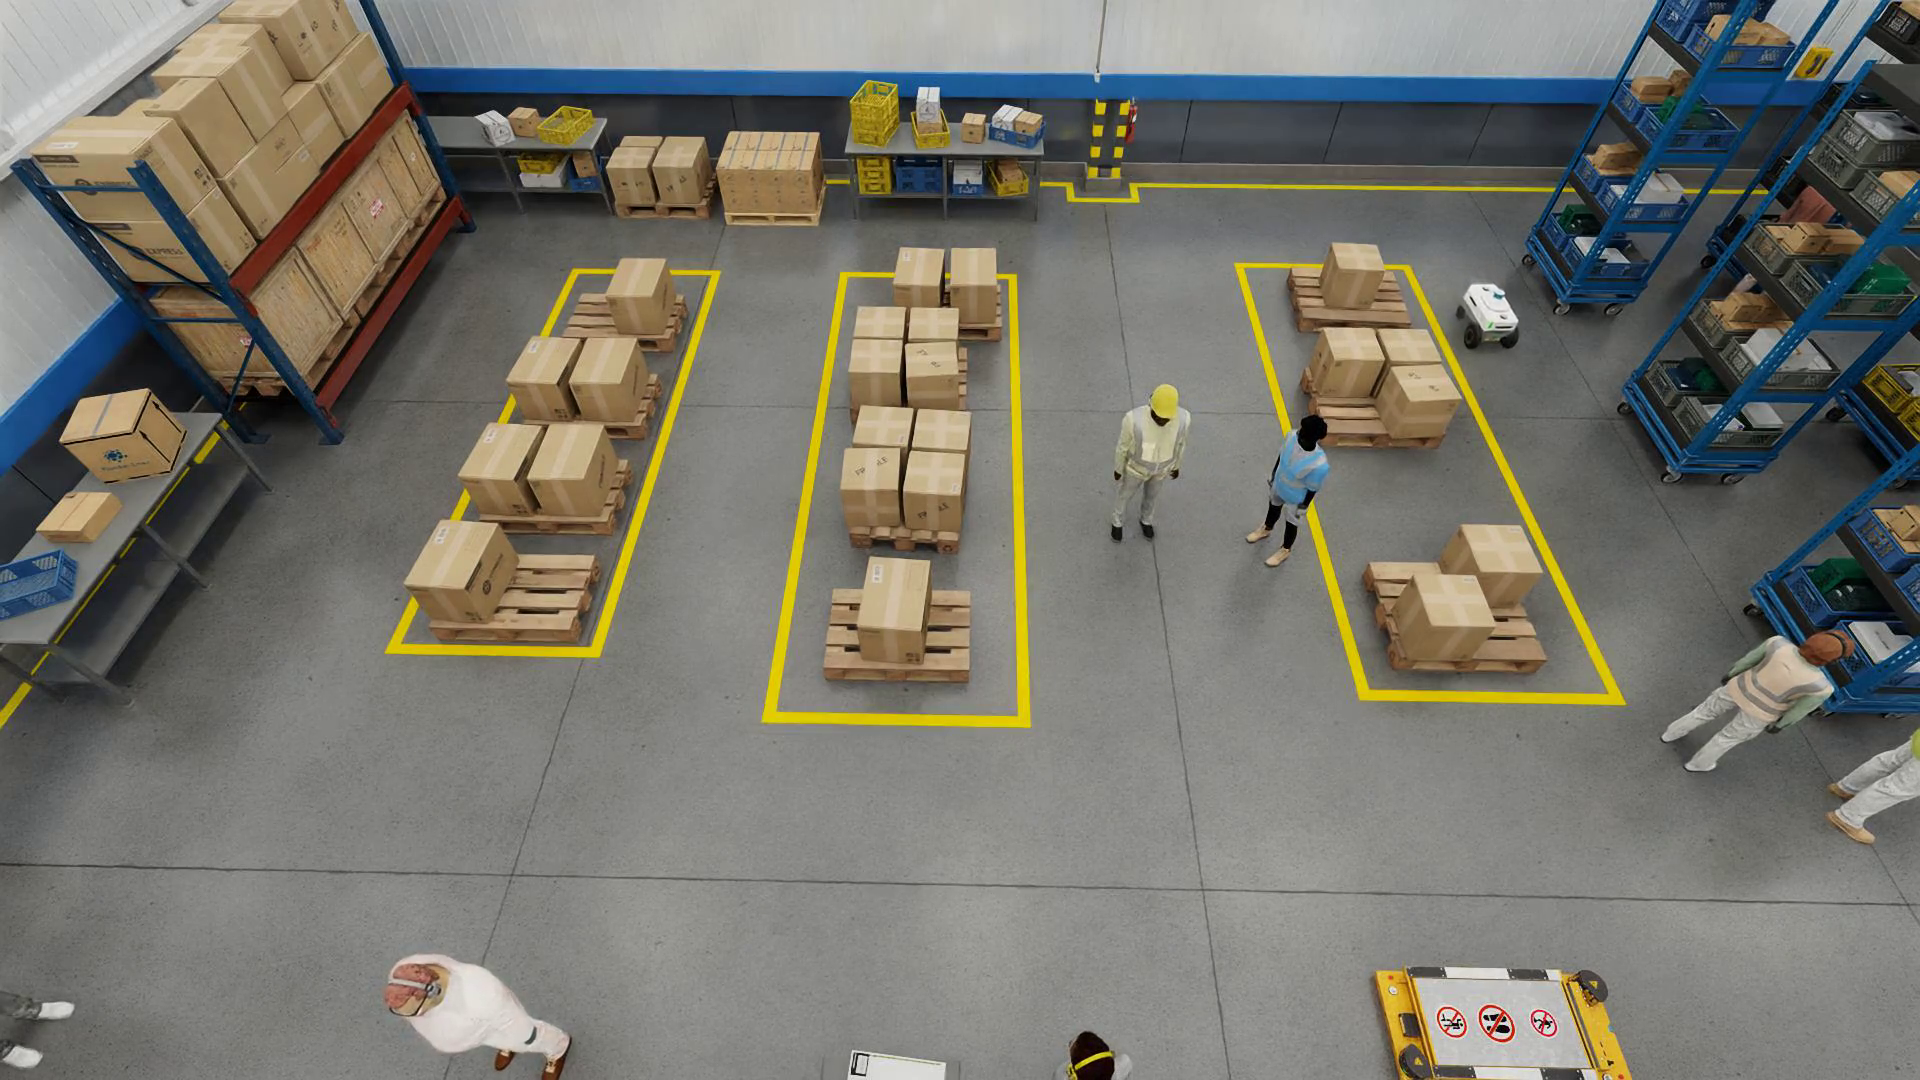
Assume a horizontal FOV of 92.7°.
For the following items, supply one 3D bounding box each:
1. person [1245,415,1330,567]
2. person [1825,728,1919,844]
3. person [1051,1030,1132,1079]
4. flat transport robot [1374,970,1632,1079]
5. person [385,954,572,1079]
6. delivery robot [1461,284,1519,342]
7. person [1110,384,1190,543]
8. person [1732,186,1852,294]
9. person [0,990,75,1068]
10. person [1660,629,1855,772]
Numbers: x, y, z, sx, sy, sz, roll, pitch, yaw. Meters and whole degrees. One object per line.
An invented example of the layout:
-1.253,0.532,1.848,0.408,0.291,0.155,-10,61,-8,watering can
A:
2.861,-0.438,7.916,0.322,1.691,0.534,-18,53,-14,person
6.731,1.476,6.257,0.429,1.847,0.627,30,57,22,person
0.623,2.996,5.002,0.514,1.872,0.328,-20,54,-16,person
3.501,3.133,5.914,1.431,0.197,0.652,1,51,1,flat transport robot
-2.728,2.731,5.203,0.648,1.900,0.400,12,52,10,person
5.990,-2.598,10.346,0.477,0.478,0.707,-1,51,-1,delivery robot
1.646,-0.652,8.001,0.601,1.827,0.404,-3,51,-3,person
9.078,-3.159,9.951,0.406,1.981,0.624,-18,53,-14,person
-6.078,2.656,5.257,0.405,1.909,0.599,1,51,1,person
5.754,1.166,6.646,0.317,1.632,0.519,-12,52,-10,person
